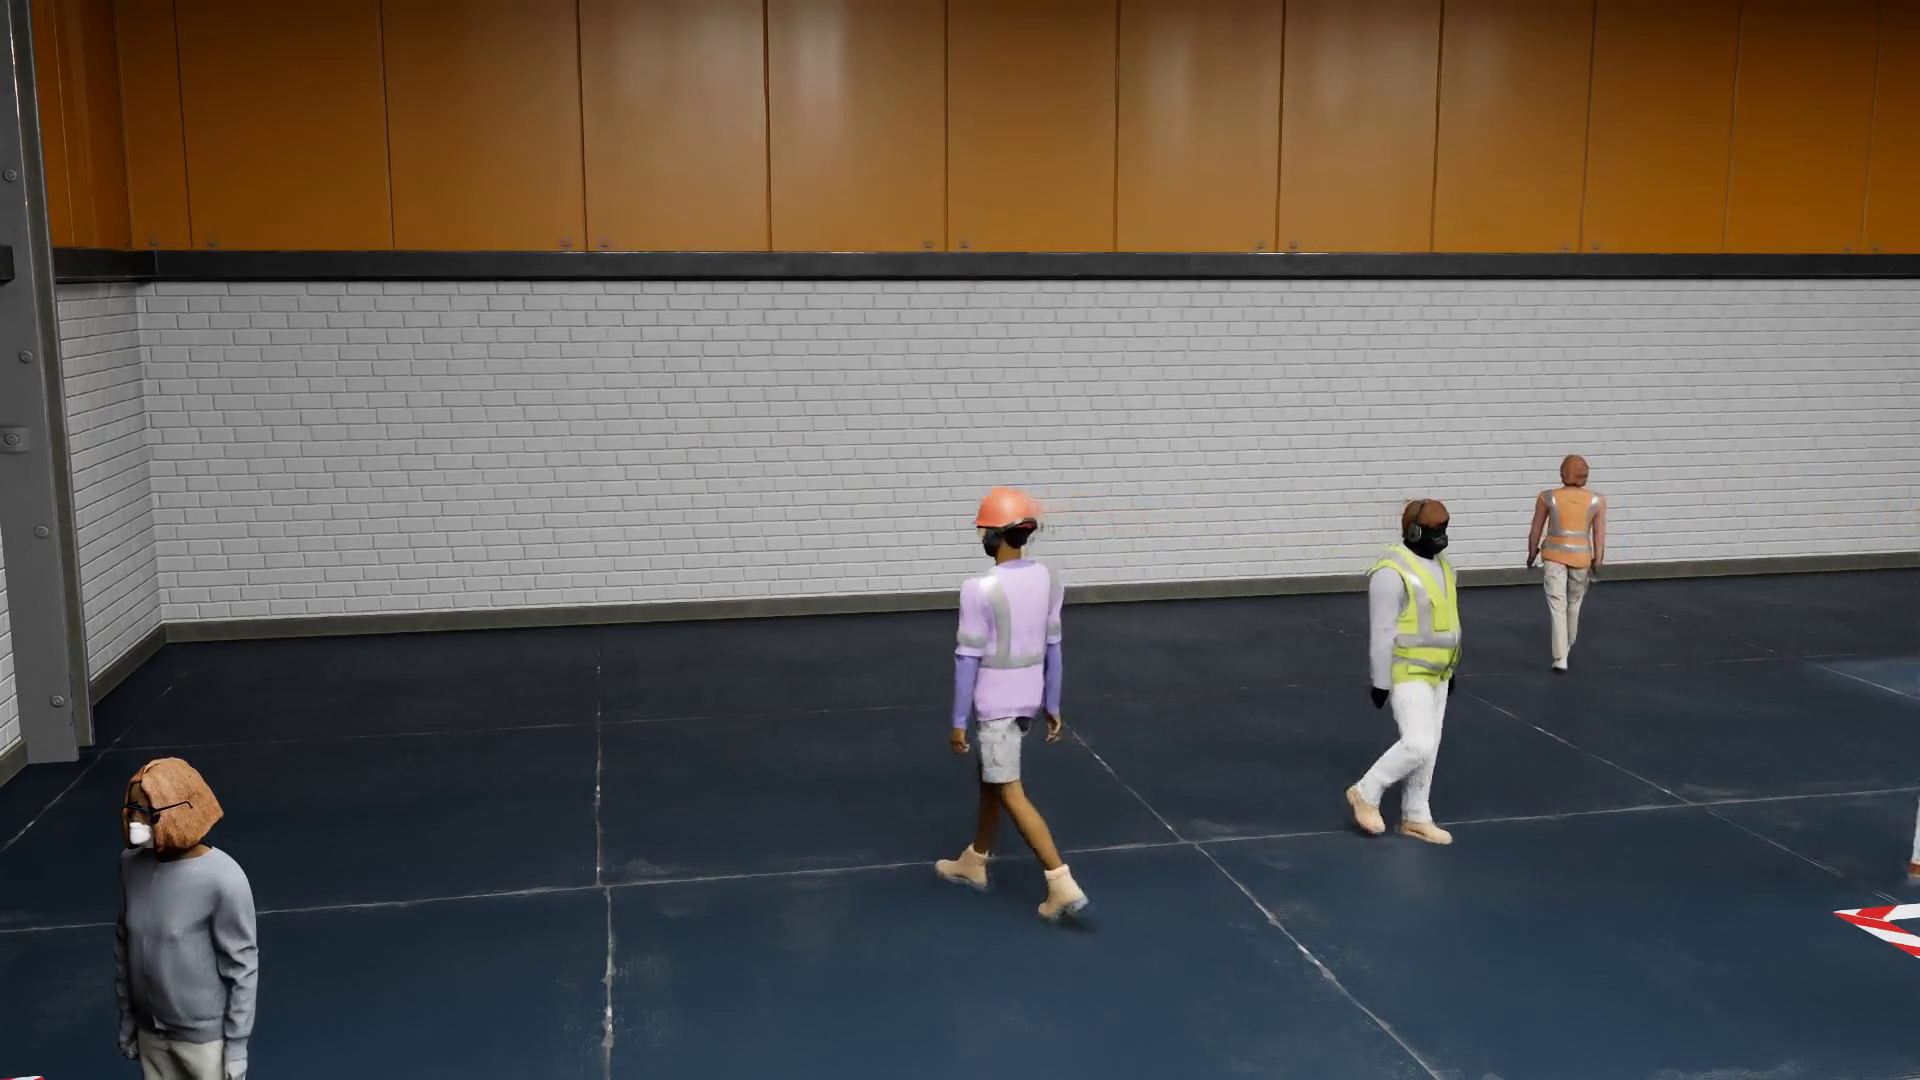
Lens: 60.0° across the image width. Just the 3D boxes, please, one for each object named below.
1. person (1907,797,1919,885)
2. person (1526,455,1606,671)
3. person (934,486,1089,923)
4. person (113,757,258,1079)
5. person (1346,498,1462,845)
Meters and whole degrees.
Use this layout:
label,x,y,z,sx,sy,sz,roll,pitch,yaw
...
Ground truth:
label,x,y,z,sx,sy,sz,roll,pitch,yaw
person,5.116,0.761,8.038,1.015,1.876,0.641,-1,9,-7
person,4.568,0.159,12.558,0.526,1.589,0.858,2,9,11
person,0.252,0.749,7.739,1.003,2.005,0.619,9,13,43
person,-2.224,1.418,4.774,0.497,1.633,0.284,4,10,23
person,2.370,0.687,8.650,0.444,1.831,0.630,8,12,41
